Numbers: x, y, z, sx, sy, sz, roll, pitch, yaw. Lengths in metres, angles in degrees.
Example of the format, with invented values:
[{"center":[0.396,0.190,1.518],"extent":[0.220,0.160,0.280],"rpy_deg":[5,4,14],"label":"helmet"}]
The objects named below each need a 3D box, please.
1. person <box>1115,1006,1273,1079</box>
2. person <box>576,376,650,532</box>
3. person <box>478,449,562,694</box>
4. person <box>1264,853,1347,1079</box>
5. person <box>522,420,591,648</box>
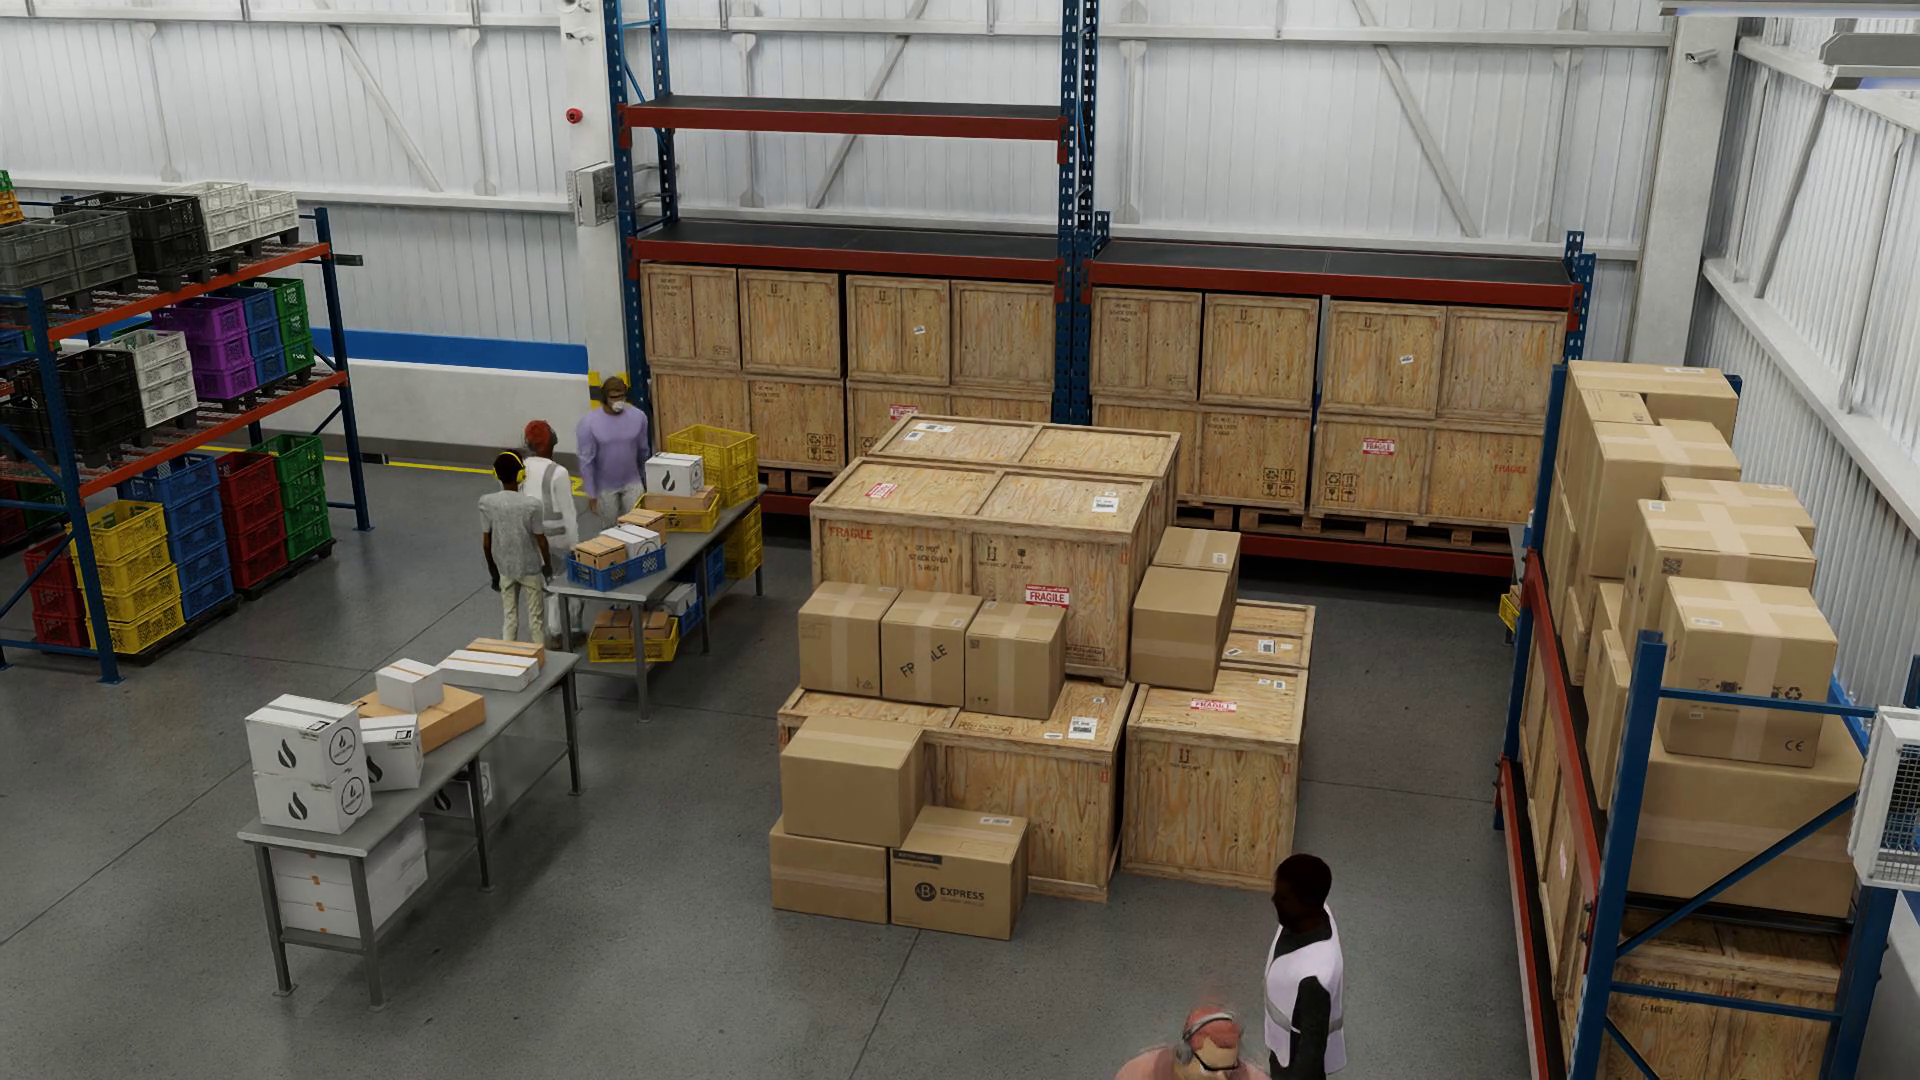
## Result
[{"center":[0.837,2.578,6.045],"extent":[0.676,1.861,0.879],"rpy_deg":[3,21,9],"label":"person"},{"center":[-2.803,-0.405,13.788],"extent":[0.648,1.904,0.803],"rpy_deg":[-11,24,-27],"label":"person"},{"center":[-3.210,0.241,12.168],"extent":[0.513,1.862,0.328],"rpy_deg":[2,21,6],"label":"person"},{"center":[1.428,2.169,7.043],"extent":[0.391,1.919,0.593],"rpy_deg":[2,21,4],"label":"person"},{"center":[-3.082,-0.042,12.907],"extent":[0.606,1.859,0.510],"rpy_deg":[18,27,39],"label":"person"}]
